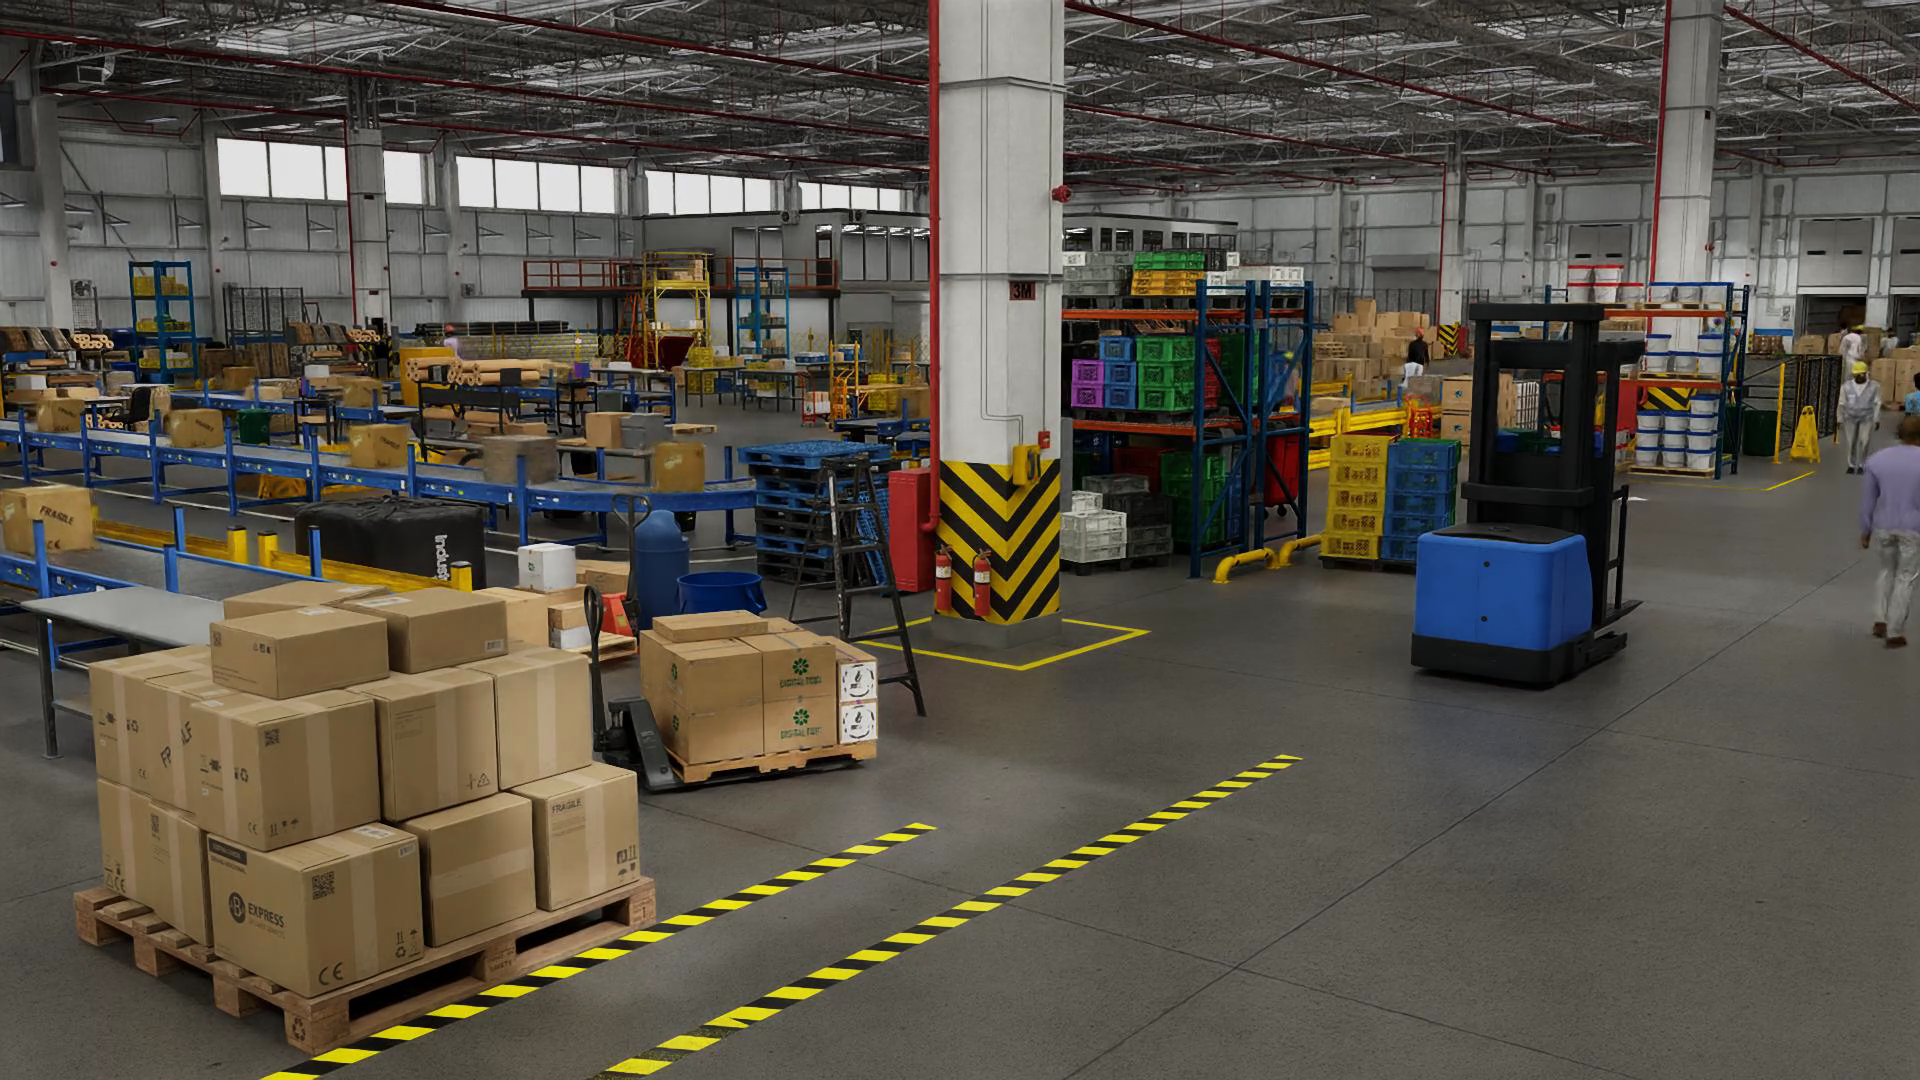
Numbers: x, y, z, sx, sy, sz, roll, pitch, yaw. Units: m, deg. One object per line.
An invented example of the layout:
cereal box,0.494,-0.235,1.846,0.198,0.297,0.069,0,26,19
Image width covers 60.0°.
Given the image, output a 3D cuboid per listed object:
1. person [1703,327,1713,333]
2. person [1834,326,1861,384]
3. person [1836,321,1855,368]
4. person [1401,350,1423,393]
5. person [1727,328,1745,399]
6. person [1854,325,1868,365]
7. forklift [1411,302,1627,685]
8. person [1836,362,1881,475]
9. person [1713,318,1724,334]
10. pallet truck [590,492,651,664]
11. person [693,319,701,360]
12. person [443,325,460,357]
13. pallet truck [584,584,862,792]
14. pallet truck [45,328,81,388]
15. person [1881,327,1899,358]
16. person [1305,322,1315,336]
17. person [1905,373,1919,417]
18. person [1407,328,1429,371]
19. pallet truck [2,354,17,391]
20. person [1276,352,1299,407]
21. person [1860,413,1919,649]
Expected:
person,20.112,-4.780,44.937,0.690,2.000,1.002,-5,10,-28
person,27.487,-5.683,51.541,0.653,1.886,1.009,-4,9,-27
person,34.247,-7.532,64.214,0.565,1.826,0.644,2,9,11
person,9.901,-3.350,36.595,0.530,1.666,0.840,8,11,42
person,21.280,-4.817,45.534,0.544,1.939,0.354,-4,9,-27
person,33.401,-7.109,61.690,0.579,1.722,0.494,-8,11,-42
forklift,4.379,-0.438,12.852,1.129,2.768,1.873,7,11,37
person,14.291,-1.928,26.494,0.622,1.802,0.737,6,10,35
person,30.773,-8.085,67.692,0.987,1.893,0.650,0,8,-3
pallet truck,-3.115,0.344,12.883,0.653,1.274,1.630,7,11,37
person,-10.271,-7.672,64.959,0.351,1.884,0.581,2,9,13
person,-14.035,-4.947,46.107,0.671,2.031,0.605,3,9,20
pallet truck,-1.426,0.805,10.019,1.601,1.201,0.680,-4,9,-26
pallet truck,-23.775,-4.544,43.495,1.885,1.965,0.823,6,10,35
person,28.488,-5.582,50.953,0.538,1.850,0.392,3,9,16
person,12.614,-6.984,60.214,0.450,1.919,0.557,2,9,10
person,14.989,-1.766,25.897,0.527,1.678,0.741,2,9,15
person,12.649,-4.899,46.066,0.622,1.954,1.001,-4,9,-23
pallet truck,-24.881,-4.417,42.634,1.885,1.965,0.823,8,11,41
person,6.538,-2.916,33.403,0.529,1.736,0.843,8,12,43
person,7.744,-0.069,13.605,0.580,1.921,0.637,-6,10,-36
